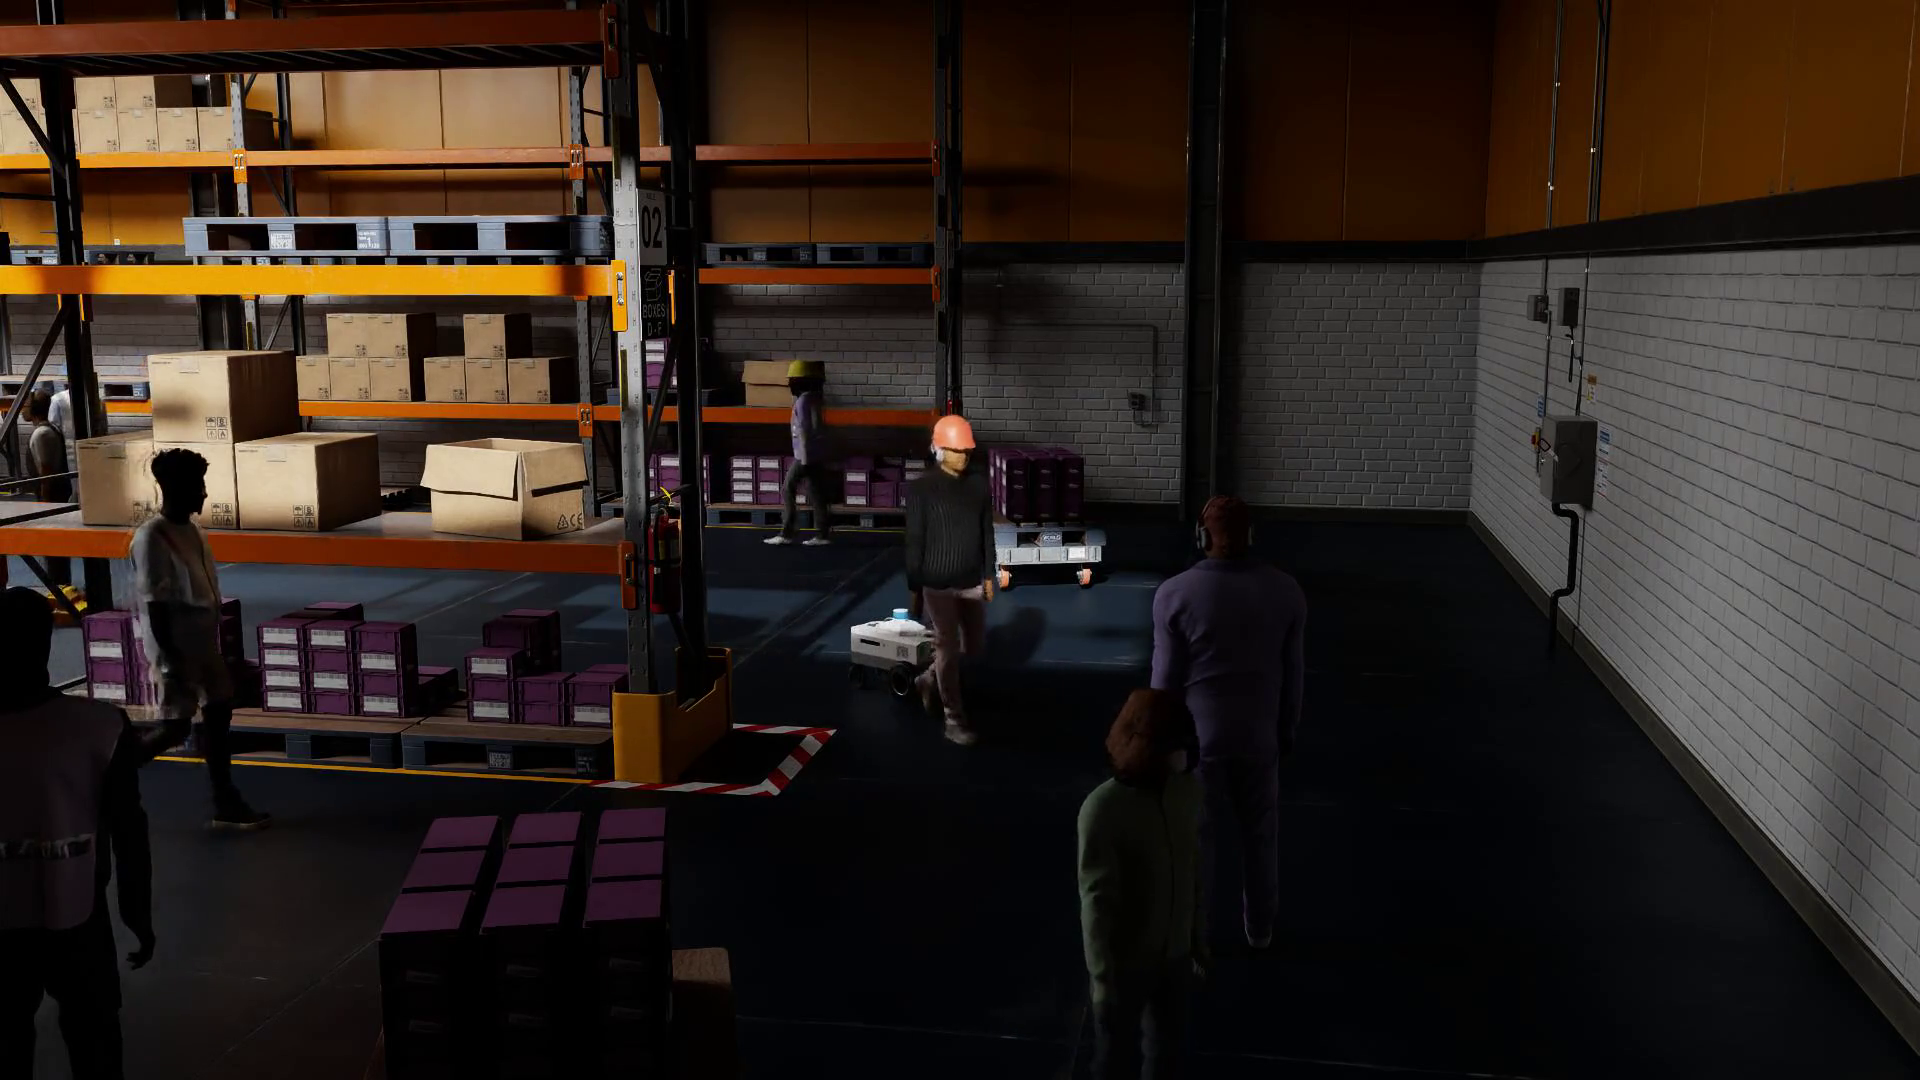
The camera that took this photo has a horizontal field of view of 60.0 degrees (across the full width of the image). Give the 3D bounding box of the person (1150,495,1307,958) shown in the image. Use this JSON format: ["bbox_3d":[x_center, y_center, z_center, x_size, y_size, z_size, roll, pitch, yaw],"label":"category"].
[{"bbox_3d":[1.073,0.761,6.792,0.641,1.905,0.410,-1,9,-8],"label":"person"}]

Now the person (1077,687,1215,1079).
[{"bbox_3d":[0.541,1.218,4.790,0.503,1.633,0.284,-8,12,-40],"label":"person"}]

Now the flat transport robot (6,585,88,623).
[{"bbox_3d":[-7.732,0.525,13.305,1.431,0.197,0.652,-2,9,-10],"label":"flat transport robot"}]

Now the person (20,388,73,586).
[{"bbox_3d":[-7.563,-0.336,13.780,0.361,1.846,0.529,-3,10,-19],"label":"person"}]

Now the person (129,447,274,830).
[{"bbox_3d":[-3.886,0.509,8.205,0.775,1.947,0.618,0,9,3],"label":"person"}]

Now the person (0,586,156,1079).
[{"bbox_3d":[-2.625,1.084,4.738,0.599,1.917,0.377,-3,10,-20],"label":"person"}]

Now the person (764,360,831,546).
[{"bbox_3d":[-1.678,-0.866,16.888,0.796,1.897,0.607,1,9,9],"label":"person"}]

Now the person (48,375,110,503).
[{"bbox_3d":[-8.775,-0.835,16.638,0.483,1.929,0.605,6,11,31],"label":"person"}]

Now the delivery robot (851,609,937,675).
[{"bbox_3d":[-0.394,0.700,11.048,0.707,0.478,0.477,8,12,41],"label":"delivery robot"}]

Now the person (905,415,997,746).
[{"bbox_3d":[-0.080,0.220,9.916,0.628,1.971,0.593,-6,11,-34],"label":"person"}]
